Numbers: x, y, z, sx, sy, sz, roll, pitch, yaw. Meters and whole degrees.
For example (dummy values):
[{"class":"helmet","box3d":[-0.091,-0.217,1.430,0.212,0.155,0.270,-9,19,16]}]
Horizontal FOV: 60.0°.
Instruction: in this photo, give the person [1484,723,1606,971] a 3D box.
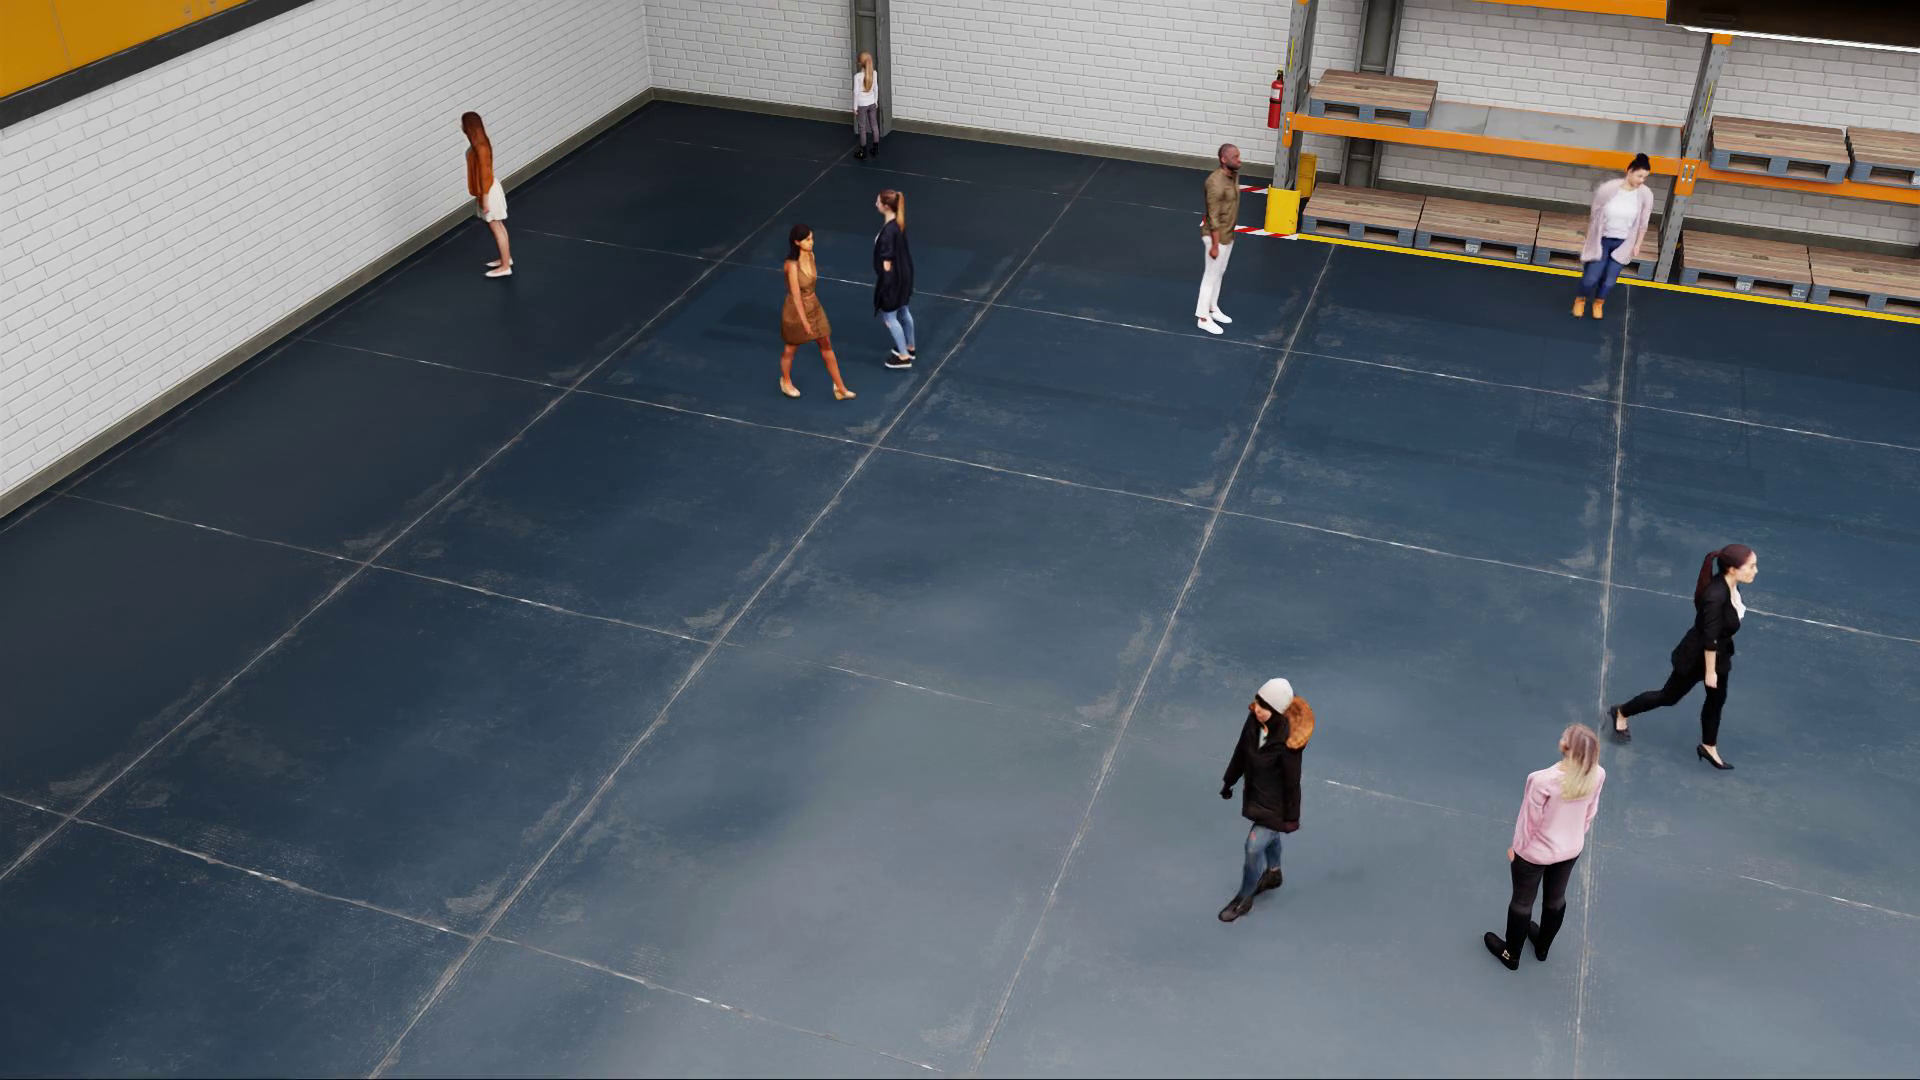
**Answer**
[{"class":"person","box3d":[3.211,1.667,9.054,0.656,1.687,0.748,-8,35,-12]}]

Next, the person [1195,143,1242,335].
[{"class":"person","box3d":[2.458,-2.884,15.775,0.610,1.825,0.742,16,37,22]}]

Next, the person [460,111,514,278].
[{"class":"person","box3d":[-4.760,-3.516,16.822,0.730,1.721,0.702,-8,34,-11]}]

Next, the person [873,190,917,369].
[{"class":"person","box3d":[-0.564,-2.374,15.150,0.604,1.669,0.654,8,34,11]}]

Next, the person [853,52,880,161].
[{"class":"person","box3d":[-1.106,-5.149,19.679,0.585,1.277,0.636,-21,39,-28]}]

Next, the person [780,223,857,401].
[{"class":"person","box3d":[-1.455,-1.971,14.554,1.001,1.656,0.679,19,38,26]}]

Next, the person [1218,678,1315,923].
[{"class":"person","box3d":[1.818,1.435,9.468,0.907,1.615,0.849,-15,37,-22]}]

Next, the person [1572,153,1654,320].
[{"class":"person","box3d":[6.228,-2.914,15.927,0.666,1.709,0.786,15,37,22]}]

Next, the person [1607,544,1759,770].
[{"class":"person","box3d":[4.599,0.727,10.521,1.123,1.627,0.825,24,40,31]}]
